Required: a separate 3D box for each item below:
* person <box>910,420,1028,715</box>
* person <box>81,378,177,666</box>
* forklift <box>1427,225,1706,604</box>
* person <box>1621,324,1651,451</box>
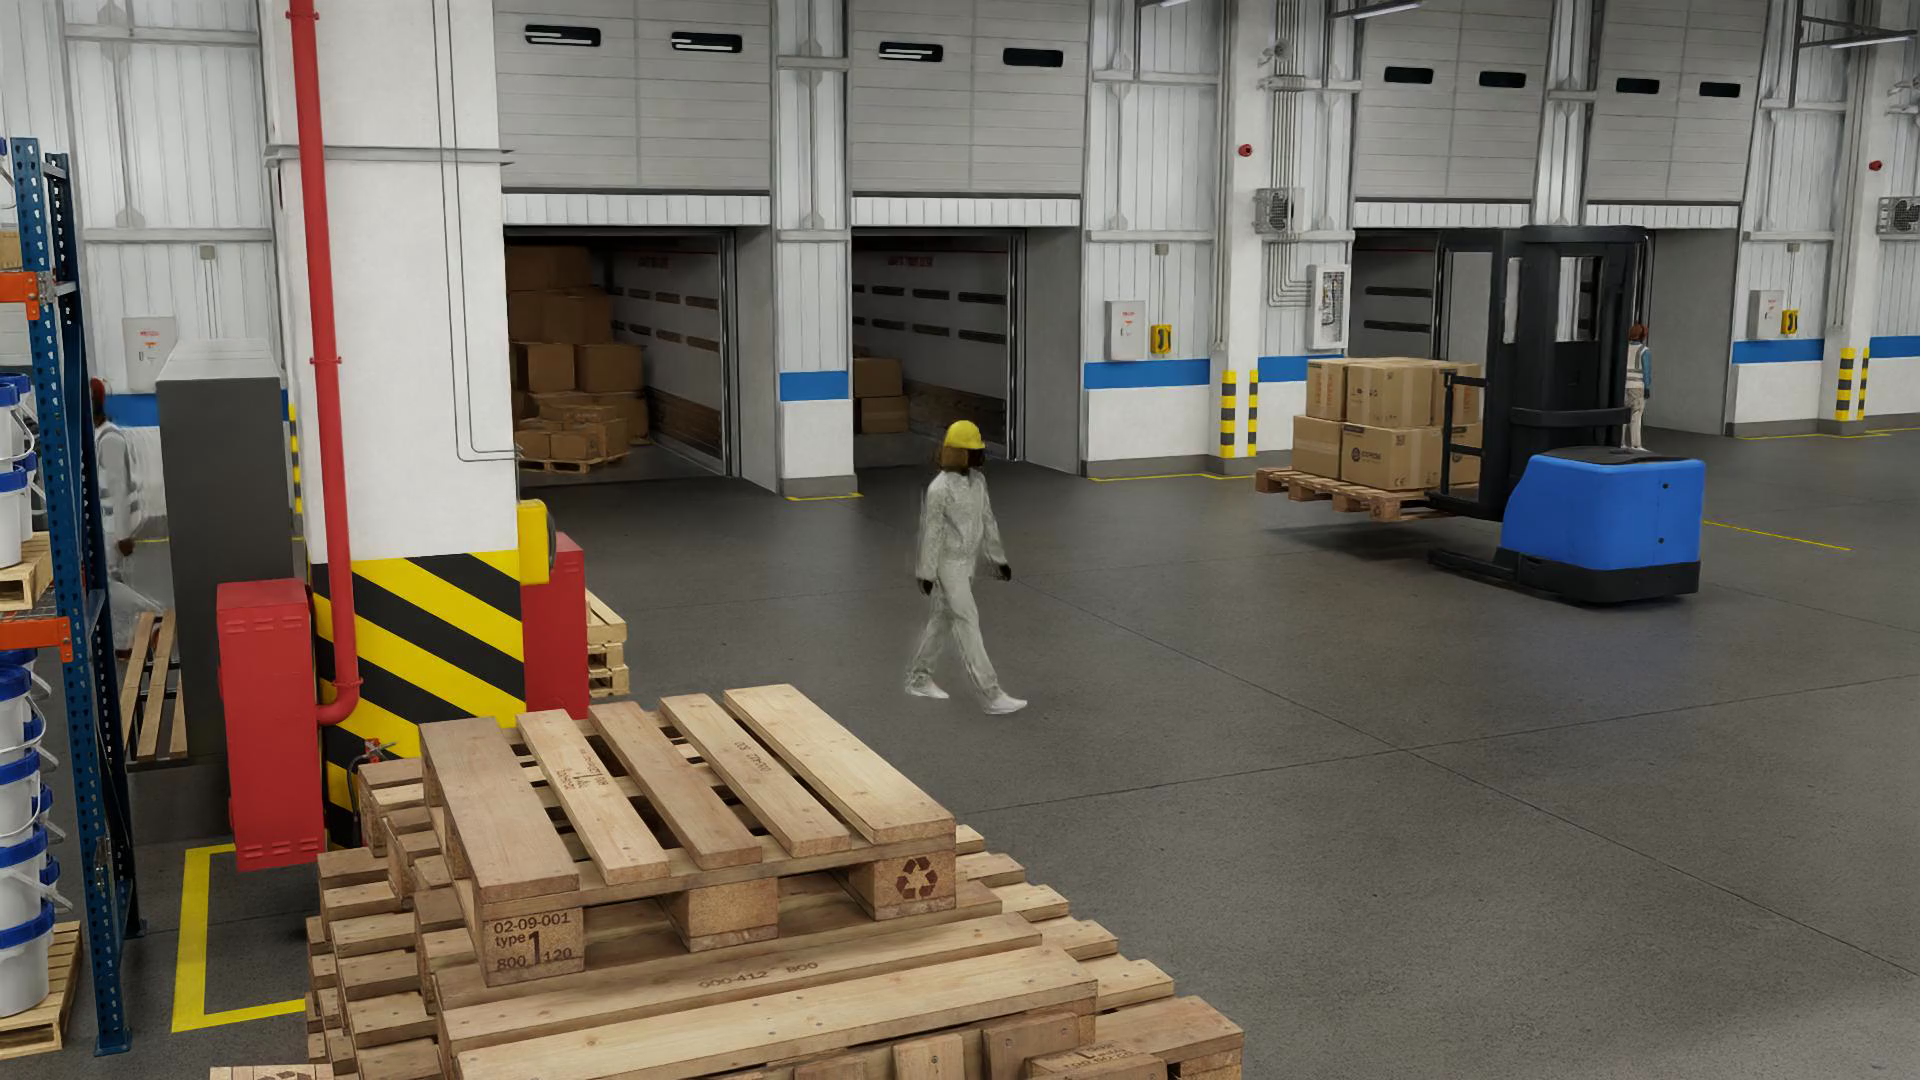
[{"bbox_3d":[0.033,0.151,9.628,0.887,1.694,0.494,6,12,31],"label":"person"},{"bbox_3d":[-5.361,-0.107,10.575,0.485,1.869,0.597,-6,12,-29],"label":"person"},{"bbox_3d":[4.762,-1.043,12.937,1.129,2.768,1.873,-4,11,-23],"label":"forklift"},{"bbox_3d":[8.609,-1.931,21.251,0.309,1.639,0.514,-4,11,-22],"label":"person"}]
